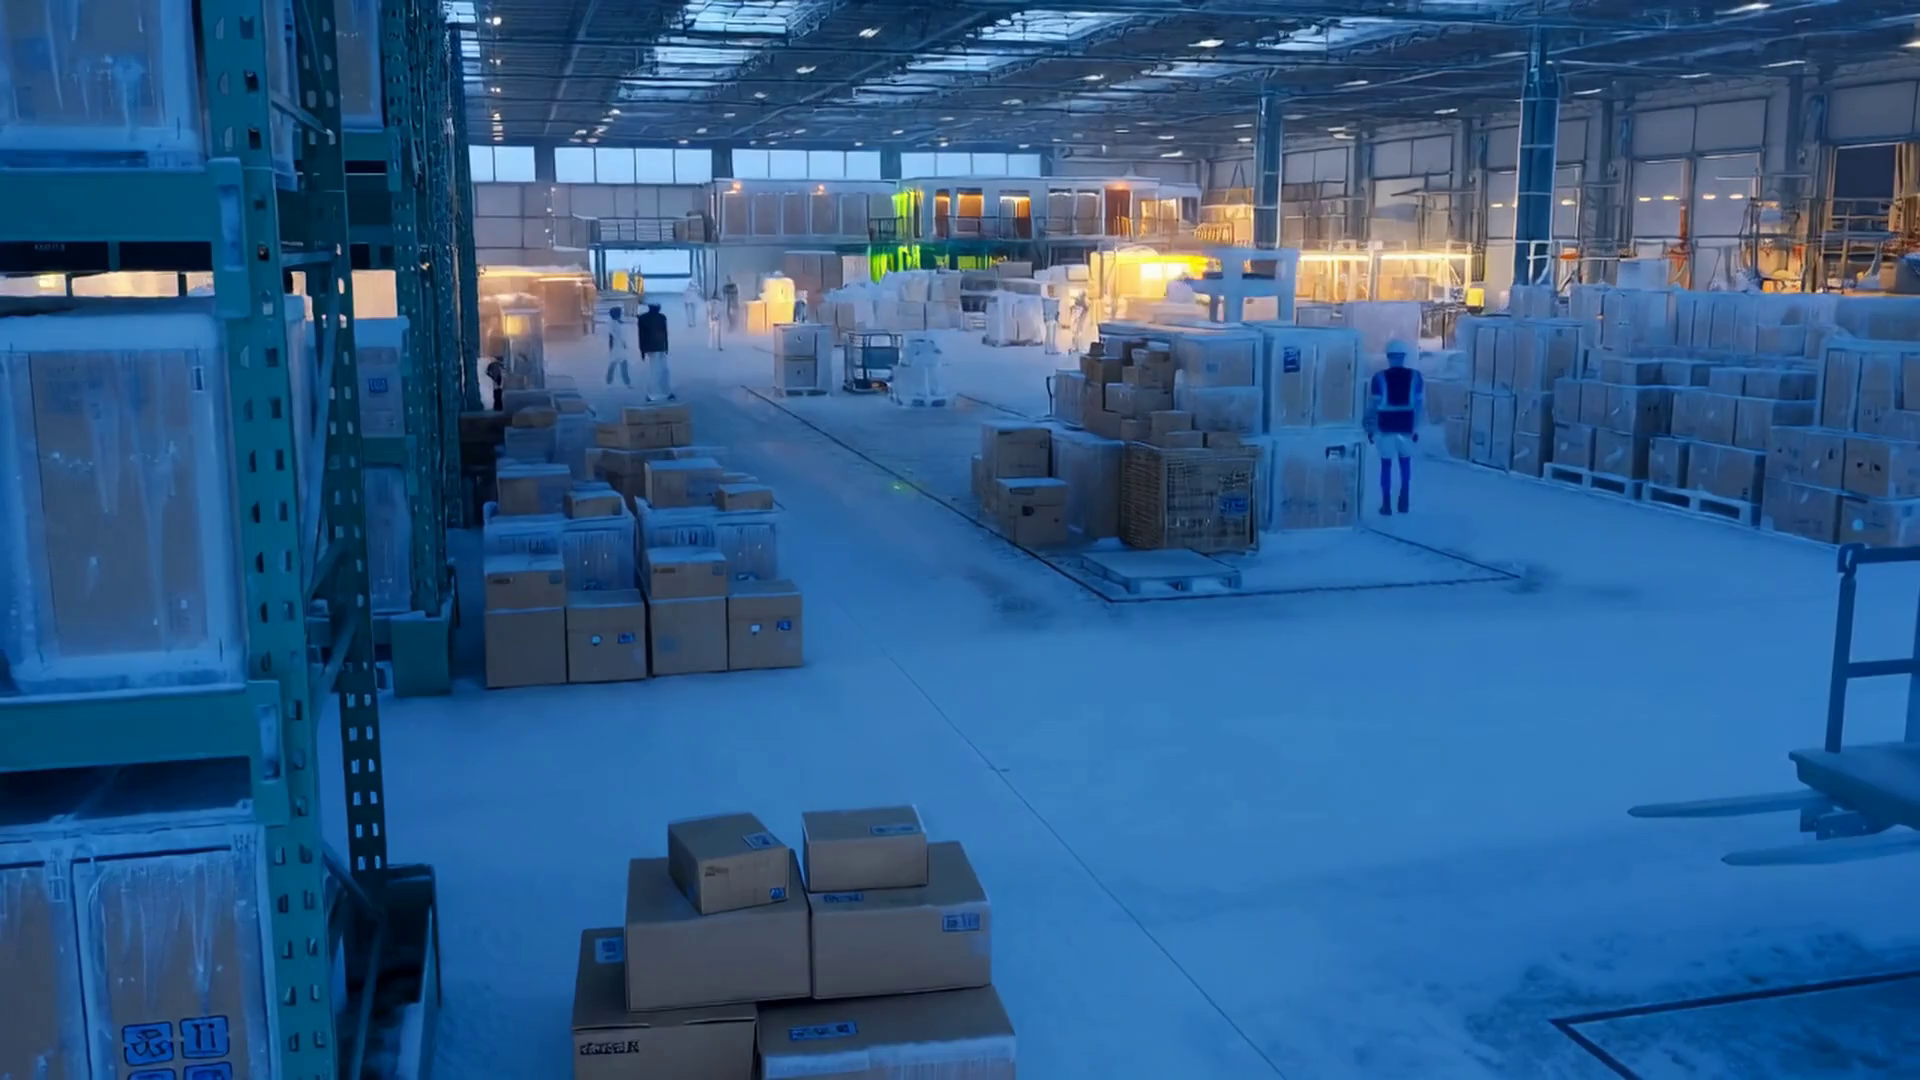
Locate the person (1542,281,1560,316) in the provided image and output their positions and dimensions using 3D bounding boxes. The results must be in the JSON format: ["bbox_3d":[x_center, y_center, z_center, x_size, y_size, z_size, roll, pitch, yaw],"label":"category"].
[{"bbox_3d":[14.210,-5.278,40.438,0.681,2.000,0.535,3,10,17],"label":"person"}]

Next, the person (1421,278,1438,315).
[{"bbox_3d":[15.582,-7.823,55.417,0.634,1.839,0.429,-4,11,-23],"label":"person"}]

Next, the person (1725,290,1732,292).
[{"bbox_3d":[20.887,-5.971,45.330,0.540,1.697,0.318,4,11,19],"label":"person"}]

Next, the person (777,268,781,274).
[{"bbox_3d":[-8.148,-11.300,74.995,0.598,1.890,0.939,-1,10,-3],"label":"person"}]

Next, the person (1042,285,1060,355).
[{"bbox_3d":[2.413,-5.827,44.069,0.510,1.860,0.334,6,12,32],"label":"person"}]

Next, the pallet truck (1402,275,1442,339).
[{"bbox_3d":[14.620,-7.324,52.145,0.823,1.965,1.885,8,13,40],"label":"pallet truck"}]

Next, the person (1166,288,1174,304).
[{"bbox_3d":[4.715,-4.764,37.834,0.620,1.925,0.662,-3,11,-18],"label":"person"}]

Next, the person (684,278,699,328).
[{"bbox_3d":[-9.501,-8.375,58.787,0.539,1.753,0.410,-2,10,-10],"label":"person"}]

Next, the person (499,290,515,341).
[{"bbox_3d":[-12.911,-6.322,47.536,0.514,1.615,0.461,4,11,21],"label":"person"}]

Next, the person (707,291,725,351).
[{"bbox_3d":[-6.737,-6.043,45.914,0.512,1.638,0.307,2,10,10],"label":"person"}]

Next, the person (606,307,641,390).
[{"bbox_3d":[-6.734,-3.806,33.138,0.743,1.668,0.544,-1,10,-8],"label":"person"}]

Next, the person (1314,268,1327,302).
[{"bbox_3d":[17.199,-12.065,79.472,0.619,1.836,0.431,10,14,43],"label":"person"}]

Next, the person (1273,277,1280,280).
[{"bbox_3d":[10.220,-7.560,53.846,0.329,1.872,0.508,2,10,13],"label":"person"}]

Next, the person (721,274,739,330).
[{"bbox_3d":[-7.929,-8.193,57.275,0.608,1.913,0.988,-1,10,-5],"label":"person"}]

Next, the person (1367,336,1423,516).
[{"bbox_3d":[4.609,-1.198,17.647,0.574,1.925,0.445,1,10,3],"label":"person"}]

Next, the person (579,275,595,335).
[{"bbox_3d":[-12.085,-7.597,53.889,0.542,1.928,0.374,-7,12,-35],"label":"person"}]

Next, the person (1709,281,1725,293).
[{"bbox_3d":[21.015,-6.230,46.198,0.635,1.920,0.442,6,12,31],"label":"person"}]

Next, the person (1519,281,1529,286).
[{"bbox_3d":[15.852,-6.456,47.581,0.697,1.874,0.665,-2,10,-9],"label":"person"}]

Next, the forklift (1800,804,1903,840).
[{"bbox_3d":[5.118,0.112,7.538,1.873,2.768,1.129,-3,10,-15],"label":"forklift"}]

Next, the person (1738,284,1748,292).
[{"bbox_3d":[21.232,-6.057,45.396,0.643,1.854,1.014,6,12,29],"label":"person"}]

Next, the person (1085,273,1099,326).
[{"bbox_3d":[4.808,-8.750,60.530,0.587,1.884,0.871,-1,10,-3],"label":"person"}]

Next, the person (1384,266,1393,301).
[{"bbox_3d":[19.957,-11.746,77.224,0.564,1.980,0.636,-2,10,-10],"label":"person"}]

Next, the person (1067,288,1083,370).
[{"bbox_3d":[2.616,-4.755,37.774,0.373,1.937,0.629,1,10,3],"label":"person"}]

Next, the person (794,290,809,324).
[{"bbox_3d":[-3.805,-4.948,39.146,0.924,1.852,0.588,-6,12,-31],"label":"person"}]

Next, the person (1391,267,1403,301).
[{"bbox_3d":[19.743,-11.373,75.260,0.440,1.927,0.635,-7,12,-34],"label":"person"}]

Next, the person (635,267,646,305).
[{"bbox_3d":[-15.750,-12.497,81.866,0.504,1.847,0.345,7,12,36],"label":"person"}]

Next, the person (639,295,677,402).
[{"bbox_3d":[-5.540,-3.490,30.507,0.660,1.964,0.857,-9,13,-41],"label":"person"}]

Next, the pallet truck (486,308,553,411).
[{"bbox_3d":[-6.242,-2.418,24.362,0.823,1.965,1.885,1,10,3],"label":"pallet truck"}]

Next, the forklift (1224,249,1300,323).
[{"bbox_3d":[3.881,-2.366,21.571,1.129,2.768,1.873,-3,10,-16],"label":"forklift"}]
